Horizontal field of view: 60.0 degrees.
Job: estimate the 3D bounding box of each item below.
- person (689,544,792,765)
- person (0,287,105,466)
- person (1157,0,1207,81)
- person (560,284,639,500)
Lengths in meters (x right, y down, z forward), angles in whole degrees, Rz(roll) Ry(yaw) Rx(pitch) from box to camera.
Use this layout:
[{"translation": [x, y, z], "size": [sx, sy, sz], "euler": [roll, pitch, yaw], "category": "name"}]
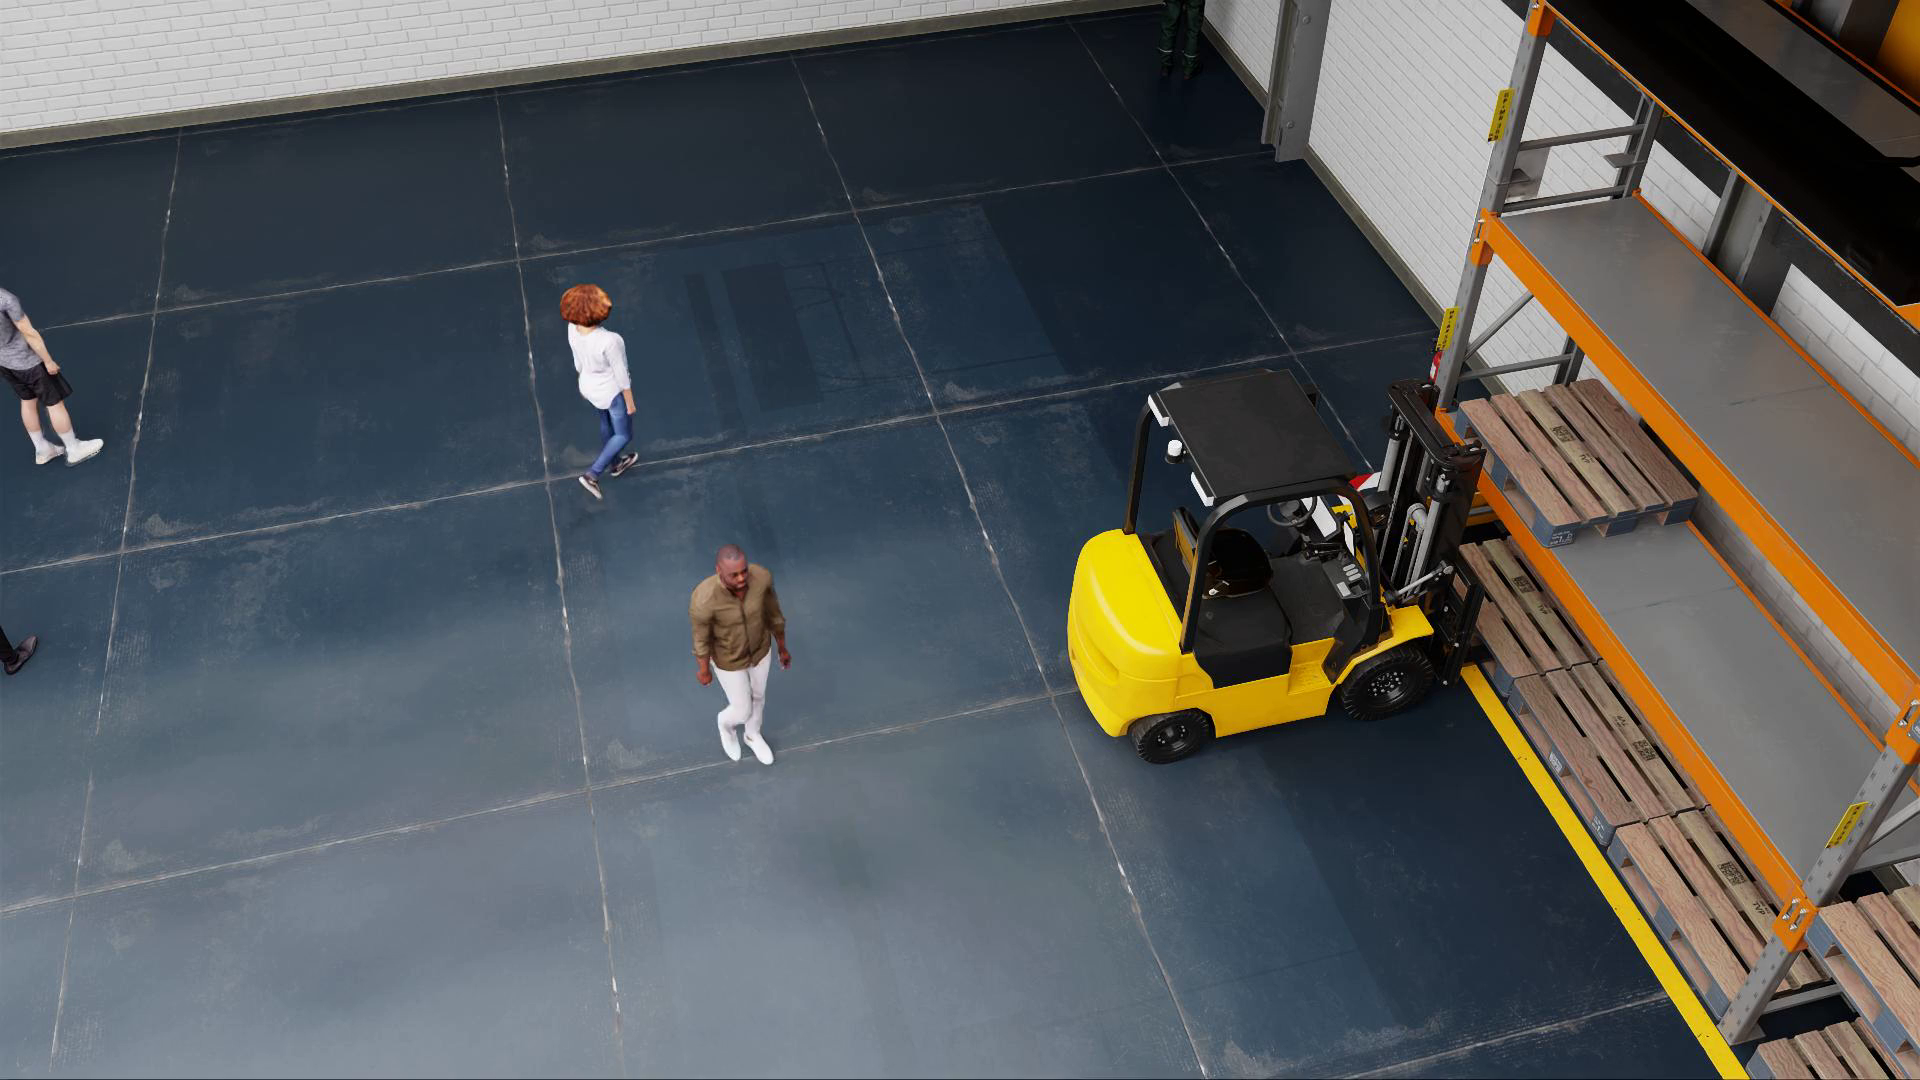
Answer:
[{"translation": [-1.352, 0.628, 9.966], "size": [0.830, 1.815, 0.813], "euler": [-31, 51, -28], "category": "person"}, {"translation": [-6.788, -1.328, 11.958], "size": [0.800, 1.900, 0.848], "euler": [16, 46, 17], "category": "person"}, {"translation": [2.217, -5.457, 16.291], "size": [0.758, 1.901, 0.782], "euler": [15, 46, 15], "category": "person"}, {"translation": [-2.581, -1.025, 11.787], "size": [0.959, 1.698, 0.984], "euler": [28, 50, 26], "category": "person"}]
